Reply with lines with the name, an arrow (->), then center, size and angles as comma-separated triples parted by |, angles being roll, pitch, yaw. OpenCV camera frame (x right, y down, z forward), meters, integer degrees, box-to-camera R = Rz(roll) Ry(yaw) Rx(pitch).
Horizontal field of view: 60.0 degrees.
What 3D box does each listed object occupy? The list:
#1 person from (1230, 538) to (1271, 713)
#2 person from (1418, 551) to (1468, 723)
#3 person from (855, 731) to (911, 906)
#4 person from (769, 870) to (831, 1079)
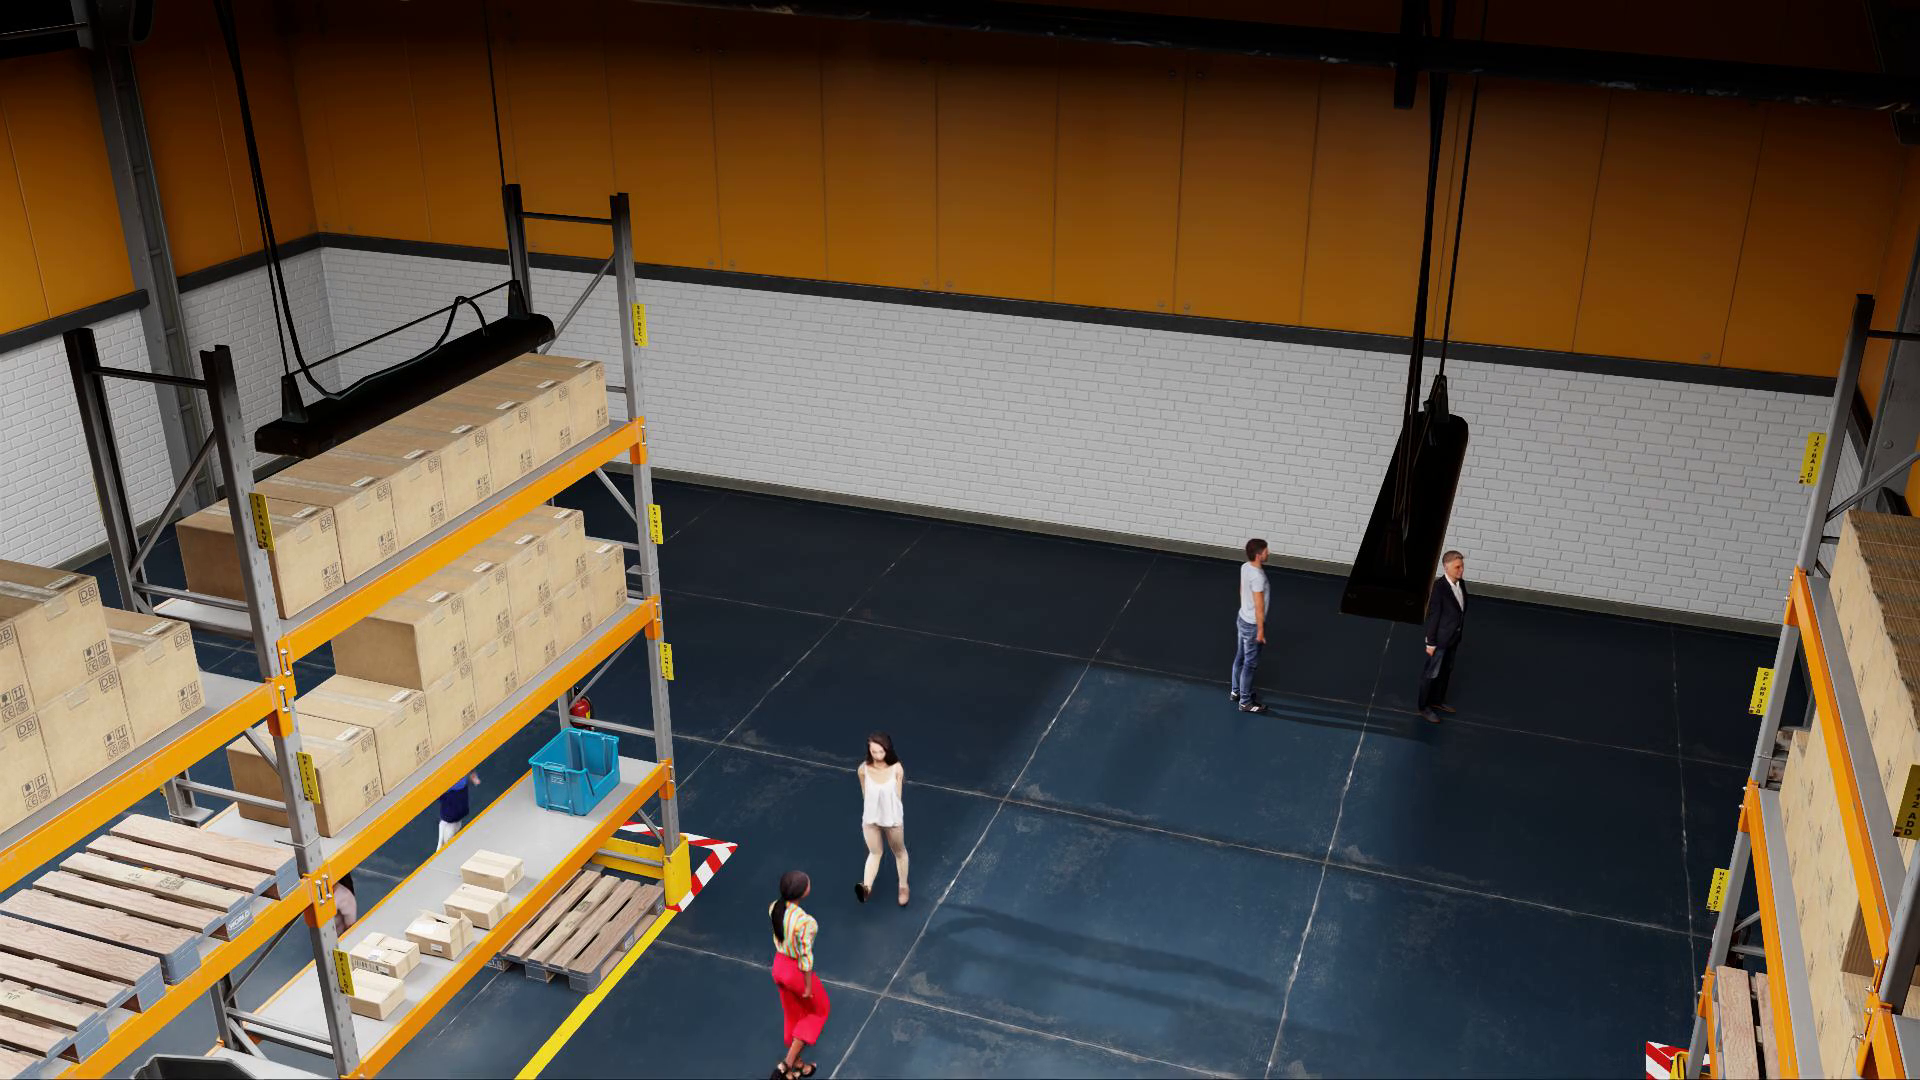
person -> 2.966, 0.847, 16.979 | 0.776, 1.865, 0.654 | -3, 24, -8
person -> 4.906, 0.937, 16.836 | 0.715, 1.815, 0.842 | -18, 29, -35
person -> -0.626, 2.367, 13.775 | 0.682, 1.646, 0.863 | 4, 24, 8
person -> -1.242, 3.160, 11.798 | 0.736, 1.777, 0.864 | 21, 31, 39
